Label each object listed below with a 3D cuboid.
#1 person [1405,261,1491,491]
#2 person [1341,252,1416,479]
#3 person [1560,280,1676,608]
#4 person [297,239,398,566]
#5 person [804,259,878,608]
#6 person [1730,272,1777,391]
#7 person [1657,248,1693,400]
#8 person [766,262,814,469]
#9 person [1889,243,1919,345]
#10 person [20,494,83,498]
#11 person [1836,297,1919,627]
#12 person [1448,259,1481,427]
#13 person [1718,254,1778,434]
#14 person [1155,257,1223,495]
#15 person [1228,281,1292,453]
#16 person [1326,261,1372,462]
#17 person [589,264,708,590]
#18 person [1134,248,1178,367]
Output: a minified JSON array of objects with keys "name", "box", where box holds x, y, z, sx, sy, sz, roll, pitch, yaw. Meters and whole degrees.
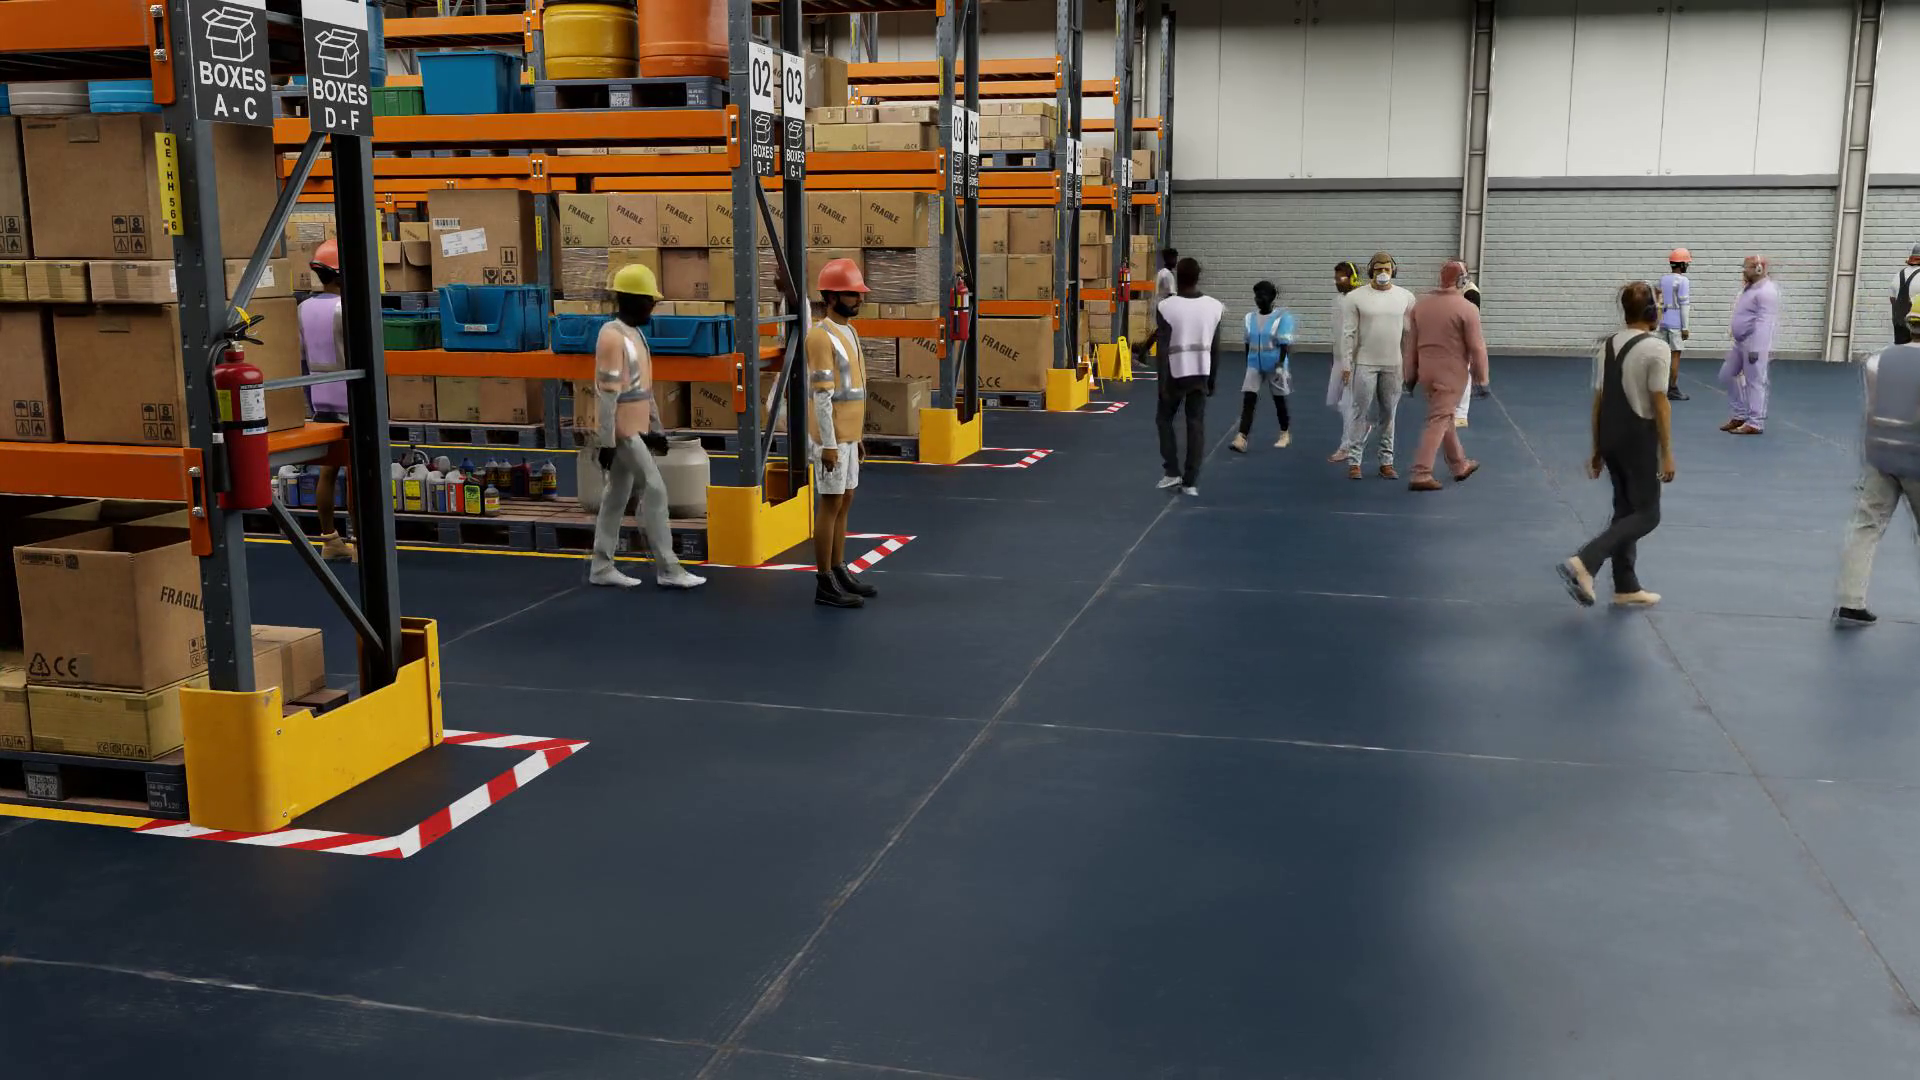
[{"name":"person","box":[4.084,-1.347,13.681,0.980,1.855,0.679,-6,12,-30]},{"name":"person","box":[3.571,-1.481,14.225,0.635,1.938,0.359,0,10,-1]},{"name":"person","box":[3.610,-0.497,9.077,0.638,1.830,0.526,-3,11,-16]},{"name":"person","box":[-3.873,-0.854,10.462,0.607,2.044,0.378,5,11,26]},{"name":"person","box":[-0.660,-0.596,9.327,0.359,1.938,0.545,2,11,13]},{"name":"person","box":[10.771,-2.813,22.544,0.591,1.604,0.353,2,10,10]},{"name":"person","box":[9.145,-2.757,21.296,0.359,1.939,0.543,-3,11,-16]},{"name":"person","box":[-1.497,-1.543,14.748,0.428,1.868,0.619,1,10,8]},{"name":"person","box":[11.752,-2.643,20.382,0.537,2.000,0.682,-2,10,-12]},{"name":"person","box":[-5.046,-0.532,9.125,0.355,1.883,0.574,3,11,14]},{"name":"person","box":[5.042,-0.421,8.786,0.926,1.784,0.600,-5,11,-26]},{"name":"person","box":[5.444,-2.164,18.297,0.430,1.839,0.619,-1,10,-8]},{"name":"person","box":[8.254,-2.052,17.504,0.508,1.892,0.671,1,10,5]},{"name":"person","box":[1.818,-1.327,13.474,0.607,1.895,0.594,-3,11,-15]},{"name":"person","box":[2.947,-1.666,16.054,0.536,1.649,0.882,7,13,36]},{"name":"person","box":[3.647,-1.651,15.413,0.539,1.851,0.527,-7,12,-34]},{"name":"person","box":[-1.813,-0.640,9.674,0.849,1.891,0.606,0,10,1]},{"name":"person","box":[3.271,-3.724,26.714,0.989,1.923,0.622,0,10,-1]}]
